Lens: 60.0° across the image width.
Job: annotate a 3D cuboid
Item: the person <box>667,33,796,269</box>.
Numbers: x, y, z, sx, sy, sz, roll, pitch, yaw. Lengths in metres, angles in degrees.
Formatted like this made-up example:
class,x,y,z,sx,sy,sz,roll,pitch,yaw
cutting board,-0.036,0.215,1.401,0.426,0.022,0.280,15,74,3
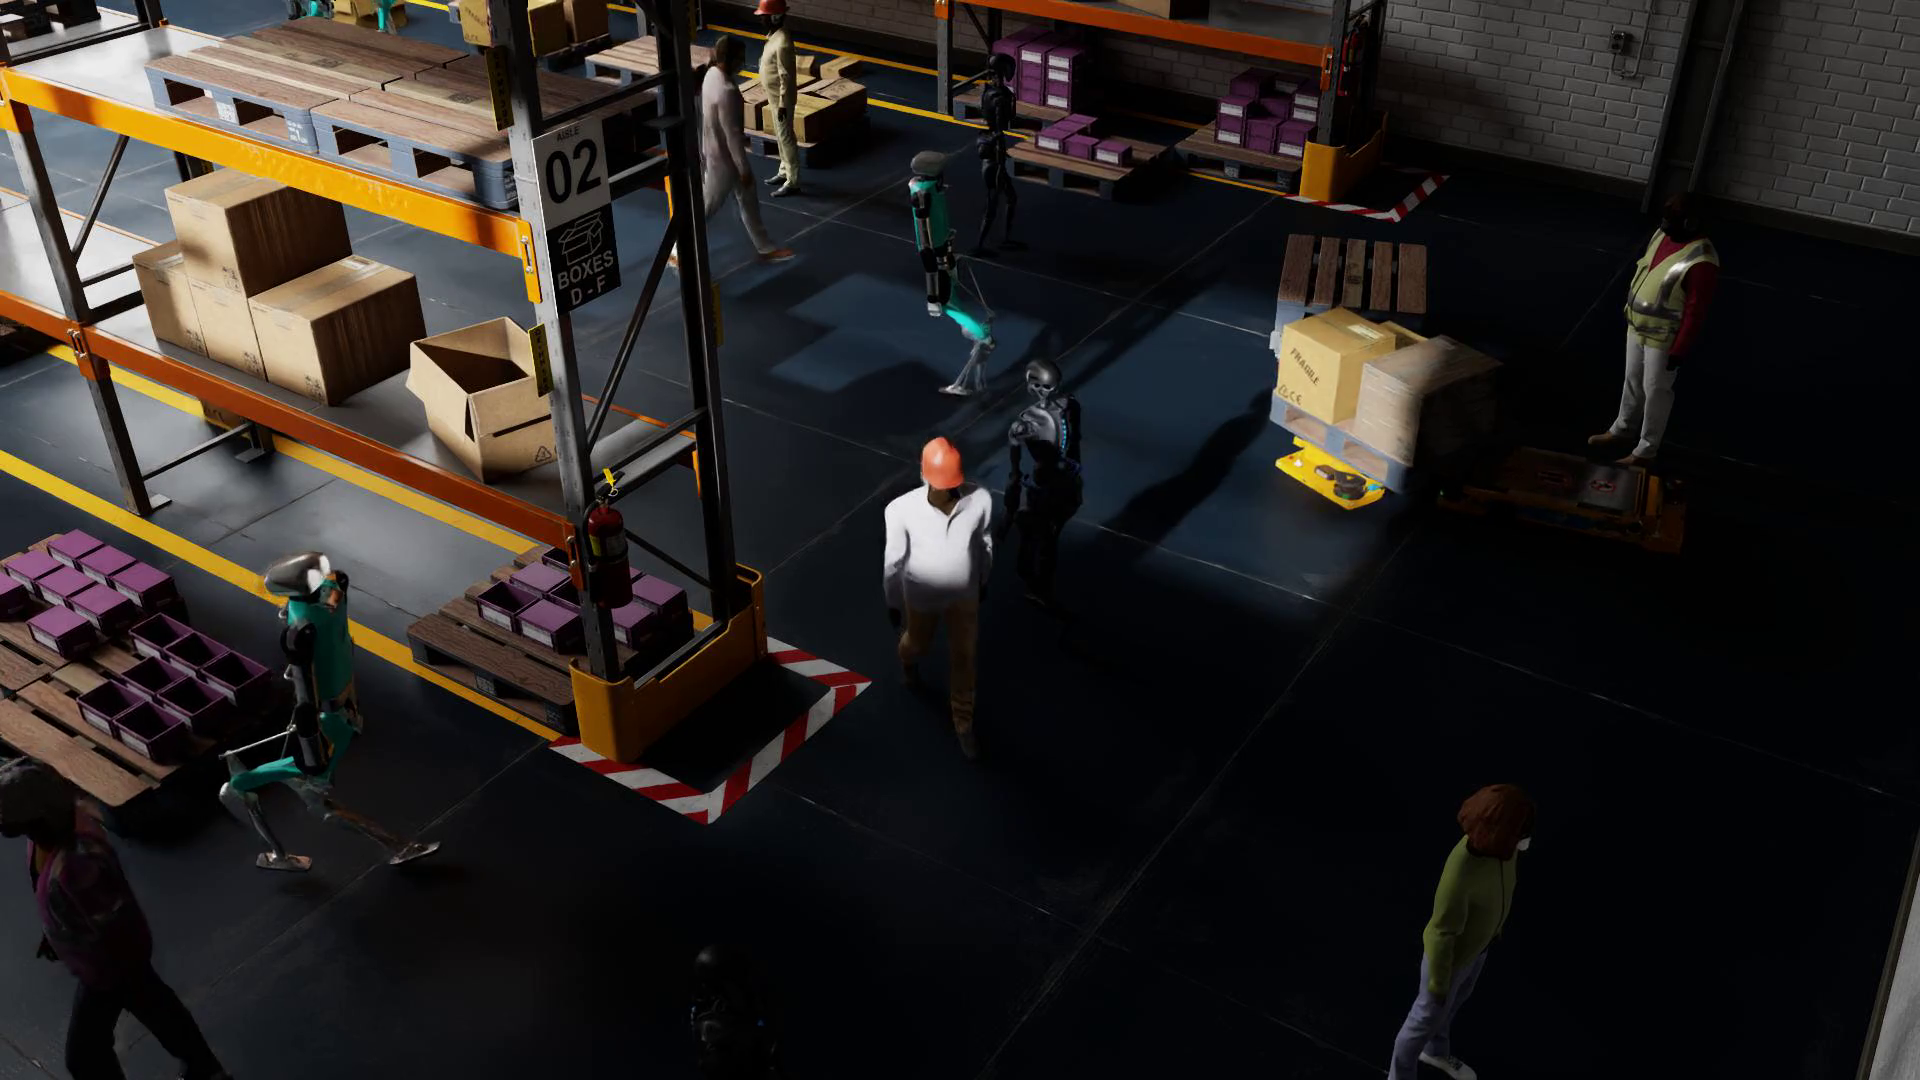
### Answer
class,x,y,z,sx,sy,sz,roll,pitch,yaw
person,-1.883,-3.002,13.021,1.044,1.894,0.646,-6,34,-9

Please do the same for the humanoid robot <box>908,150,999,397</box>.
class,x,y,z,sx,sy,sz,roll,pitch,yaw
humanoid robot,0.033,-1.665,11.195,0.733,1.897,0.539,5,33,8

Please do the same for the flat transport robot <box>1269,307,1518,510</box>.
class,x,y,z,sx,sy,sz,roll,pitch,yaw
flat transport robot,2.807,-0.604,10.802,1.431,0.231,0.659,-21,38,-28

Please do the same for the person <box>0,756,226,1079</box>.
class,x,y,z,sx,sy,sz,roll,pitch,yaw
person,-3.233,1.554,6.062,0.779,1.818,0.554,-22,39,-30

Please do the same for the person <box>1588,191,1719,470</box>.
class,x,y,z,sx,sy,sz,roll,pitch,yaw
person,4.366,-1.303,10.434,0.429,1.841,0.635,-4,33,-6

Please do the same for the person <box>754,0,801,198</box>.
class,x,y,z,sx,sy,sz,roll,pitch,yaw
person,-1.578,-3.870,14.459,0.328,1.751,0.565,-8,34,-12

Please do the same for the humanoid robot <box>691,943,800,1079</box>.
class,x,y,z,sx,sy,sz,roll,pitch,yaw
humanoid robot,-0.723,1.949,5.592,0.375,1.649,0.587,7,34,11

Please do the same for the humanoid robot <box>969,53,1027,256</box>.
class,x,y,z,sx,sy,sz,roll,pitch,yaw
humanoid robot,0.316,-3.072,13.306,0.487,1.641,0.608,-2,33,-3

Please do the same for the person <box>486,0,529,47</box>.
class,x,y,z,sx,sy,sz,roll,pitch,yaw
person,-4.061,-4.373,15.054,0.499,1.948,0.422,26,41,34

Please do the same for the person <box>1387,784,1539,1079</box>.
class,x,y,z,sx,sy,sz,roll,pitch,yaw
person,1.896,1.540,6.262,0.283,1.626,0.495,26,41,34

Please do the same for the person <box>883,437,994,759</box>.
class,x,y,z,sx,sy,sz,roll,pitch,yaw
person,-0.119,0.189,8.252,0.572,1.722,0.791,-10,34,-14

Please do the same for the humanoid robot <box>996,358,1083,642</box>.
class,x,y,z,sx,sy,sz,roll,pitch,yaw
humanoid robot,0.512,-0.225,8.934,0.545,1.640,0.605,25,41,33

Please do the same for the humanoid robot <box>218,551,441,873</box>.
class,x,y,z,sx,sy,sz,roll,pitch,yaw
humanoid robot,-2.953,0.835,7.283,1.025,1.763,0.540,0,33,0

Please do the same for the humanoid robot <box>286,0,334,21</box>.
class,x,y,z,sx,sy,sz,roll,pitch,yaw
humanoid robot,-6.659,-5.378,16.806,0.879,1.780,0.530,22,39,30

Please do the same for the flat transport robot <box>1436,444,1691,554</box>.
class,x,y,z,sx,sy,sz,roll,pitch,yaw
flat transport robot,3.737,-0.286,10.313,1.431,0.231,0.659,13,35,19

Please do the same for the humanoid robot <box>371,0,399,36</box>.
class,x,y,z,sx,sy,sz,roll,pitch,yaw
humanoid robot,-6.075,-5.808,17.467,0.809,1.788,0.557,25,41,33
